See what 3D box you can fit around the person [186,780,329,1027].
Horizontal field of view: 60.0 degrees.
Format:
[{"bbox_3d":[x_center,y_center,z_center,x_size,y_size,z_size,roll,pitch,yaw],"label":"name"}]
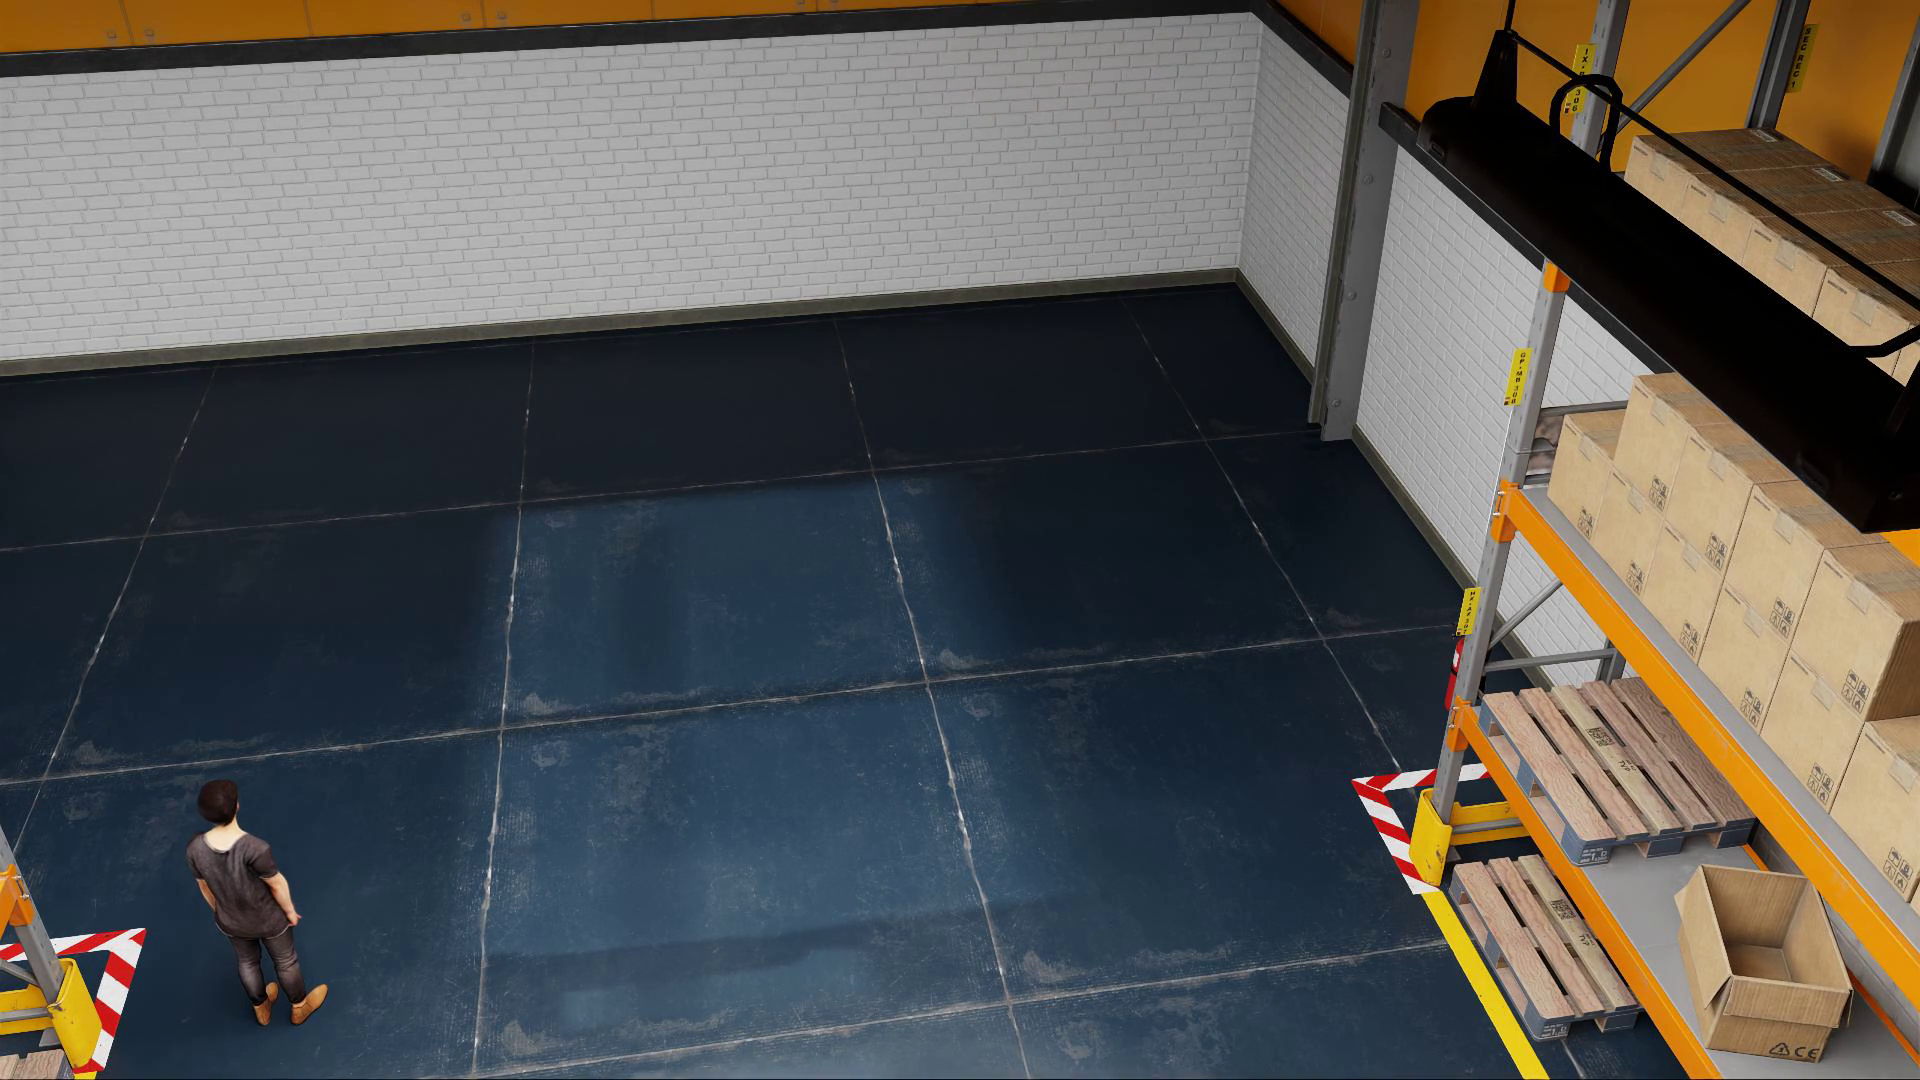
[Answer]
[{"bbox_3d":[-3.849,1.982,9.019,0.675,1.719,0.633,2,34,4],"label":"person"}]
